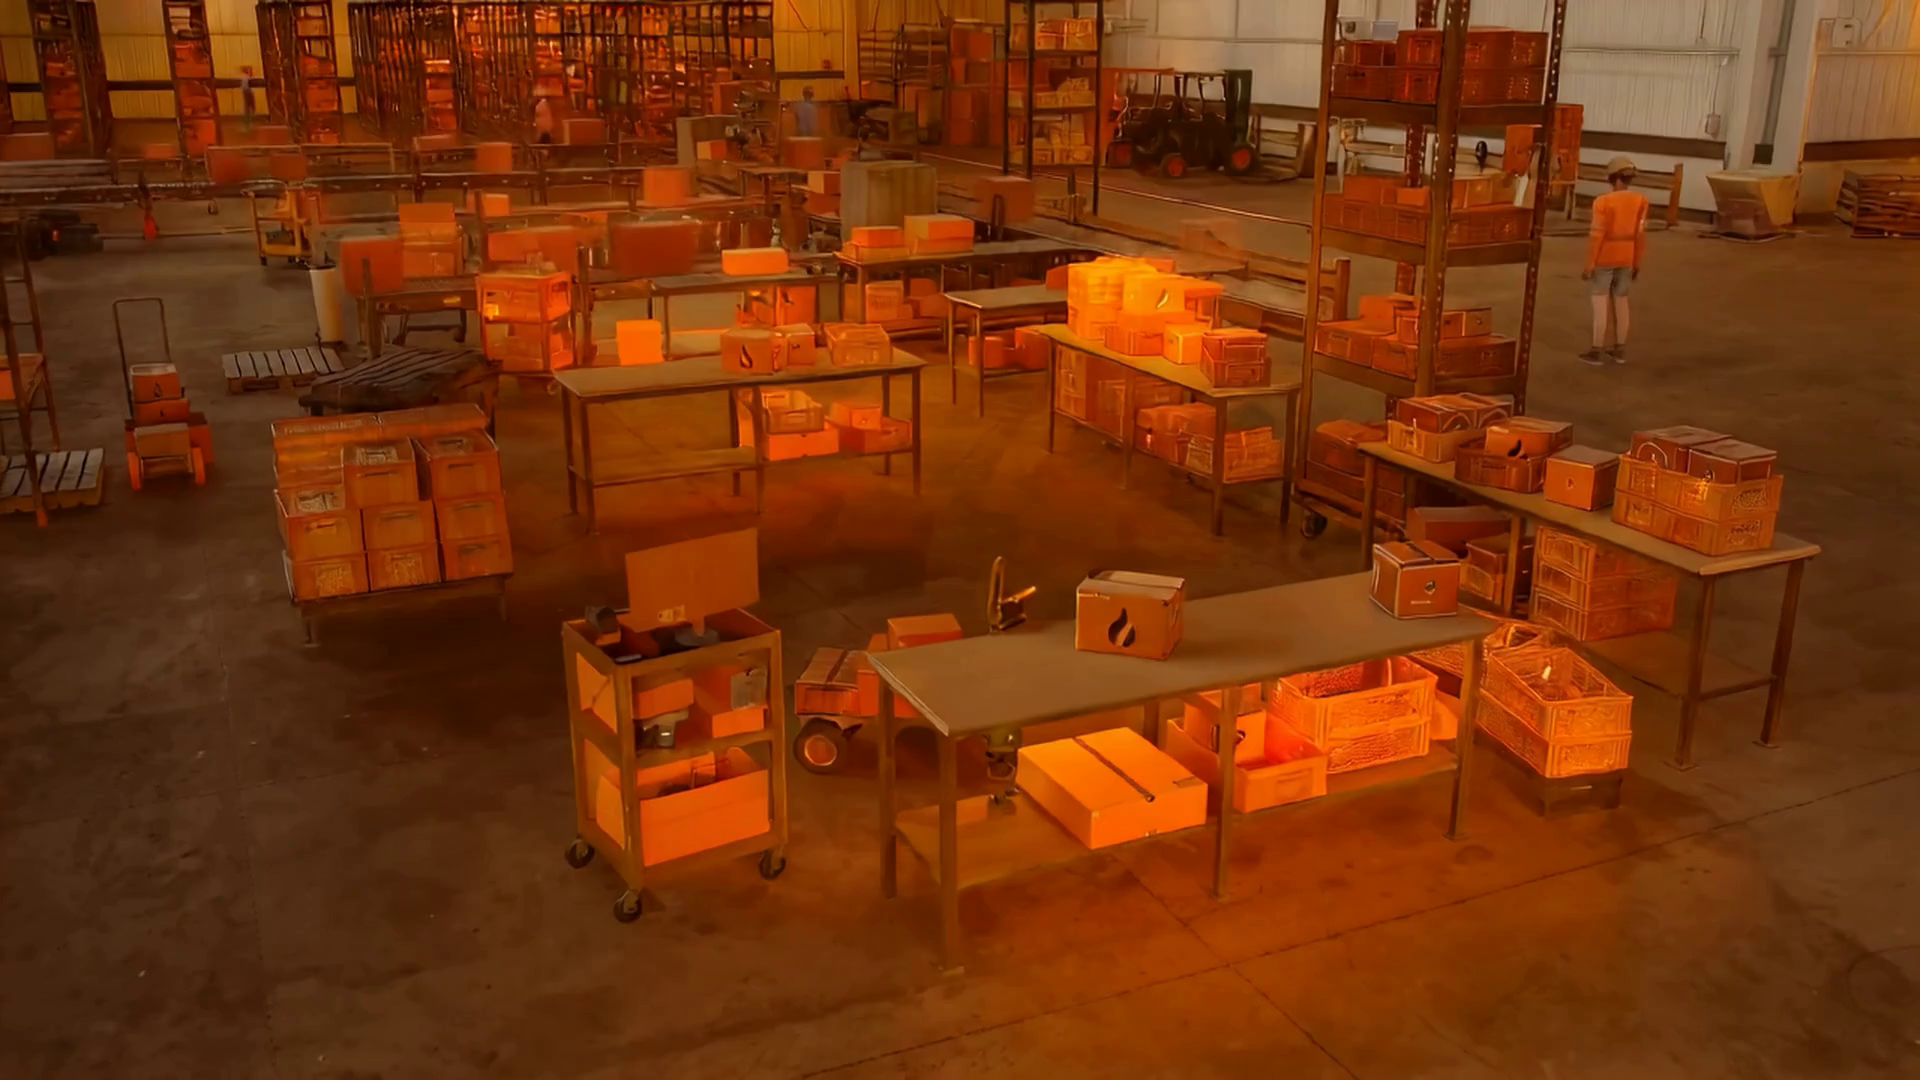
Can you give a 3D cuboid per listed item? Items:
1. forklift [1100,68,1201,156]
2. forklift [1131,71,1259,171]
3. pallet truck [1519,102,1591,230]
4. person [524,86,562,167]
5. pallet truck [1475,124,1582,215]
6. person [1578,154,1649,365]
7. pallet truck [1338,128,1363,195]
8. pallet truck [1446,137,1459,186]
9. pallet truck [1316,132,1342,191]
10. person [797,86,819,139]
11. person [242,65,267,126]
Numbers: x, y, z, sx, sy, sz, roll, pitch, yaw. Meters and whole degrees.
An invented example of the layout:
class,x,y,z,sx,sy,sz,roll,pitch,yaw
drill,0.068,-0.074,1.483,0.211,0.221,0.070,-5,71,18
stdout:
class,x,y,z,sx,sy,sz,roll,pitch,yaw
forklift,4.082,-9.564,37.410,2.680,1.987,1.157,-8,19,-23
forklift,4.998,-8.936,35.413,2.680,1.987,1.157,-9,20,-25
pallet truck,9.972,-6.037,26.785,1.885,1.965,0.823,-9,20,-25
person,-9.365,-9.185,37.045,0.937,1.778,0.588,-5,18,-16
pallet truck,9.707,-6.455,28.103,1.885,1.965,0.823,-7,19,-20
person,6.405,-2.754,16.368,0.612,2.041,0.394,-4,18,-14
pallet truck,7.845,-7.140,31.411,1.522,1.261,0.704,-9,20,-25
pallet truck,9.184,-6.485,29.328,1.630,1.274,0.653,-8,19,-23
pallet truck,7.723,-7.504,32.656,1.601,1.201,0.680,-8,19,-23
person,-3.251,-8.631,35.162,0.882,1.879,0.637,9,20,27
person,-21.662,-13.616,50.951,0.793,1.815,0.619,-8,19,-22
